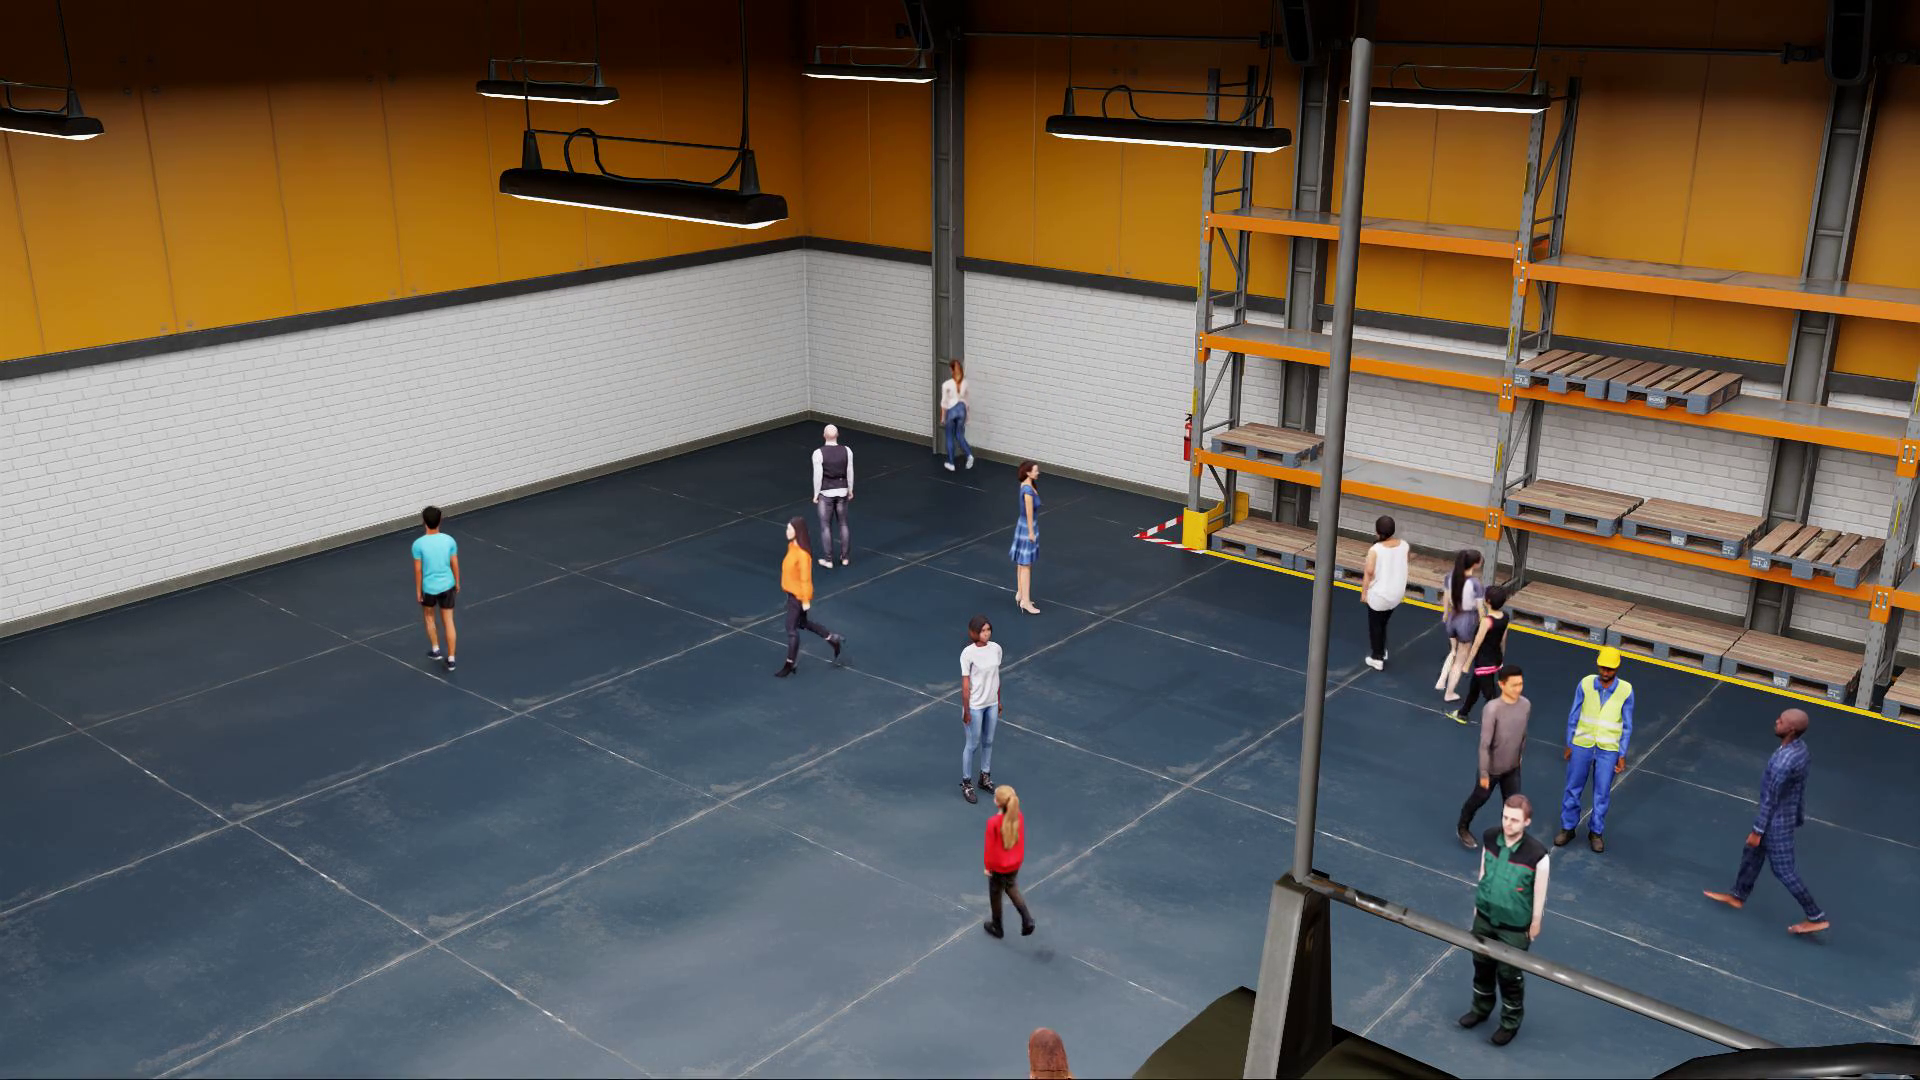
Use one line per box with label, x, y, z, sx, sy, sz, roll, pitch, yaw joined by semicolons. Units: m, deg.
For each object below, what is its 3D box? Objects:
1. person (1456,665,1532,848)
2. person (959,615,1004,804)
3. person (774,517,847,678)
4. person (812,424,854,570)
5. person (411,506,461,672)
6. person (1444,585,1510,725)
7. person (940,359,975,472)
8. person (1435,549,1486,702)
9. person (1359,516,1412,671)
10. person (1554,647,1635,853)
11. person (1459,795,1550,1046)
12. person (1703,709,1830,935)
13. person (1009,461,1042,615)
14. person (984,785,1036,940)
person;4.401;1.840;13.755;1.055;1.719;1.258;-10;21;-27
person;0.185;1.480;14.825;0.632;1.719;0.590;-14;23;-35
person;-1.605;0.587;17.461;1.015;1.728;1.085;-7;20;-19
person;-1.586;-0.550;20.689;0.772;1.823;0.734;-9;21;-25
person;-5.479;0.545;17.542;0.785;1.756;0.889;-10;21;-28
person;5.124;1.210;15.950;0.631;1.513;1.045;-17;25;-41
person;-0.031;-1.817;24.634;0.777;1.707;0.939;-11;21;-29
person;4.991;0.886;16.721;0.727;1.634;0.602;-13;22;-33
person;4.508;0.570;17.591;0.788;1.678;0.811;-8;20;-22
person;5.338;1.727;13.949;0.616;1.810;0.786;8;20;23
person;3.746;2.572;11.390;0.738;1.841;0.566;-15;24;-38
person;6.349;2.161;12.698;1.146;1.786;0.690;13;23;35
person;0.785;-0.048;19.227;0.811;1.805;0.750;-2;19;-5
person;0.373;2.467;12.594;0.589;1.271;0.748;-13;23;-34
